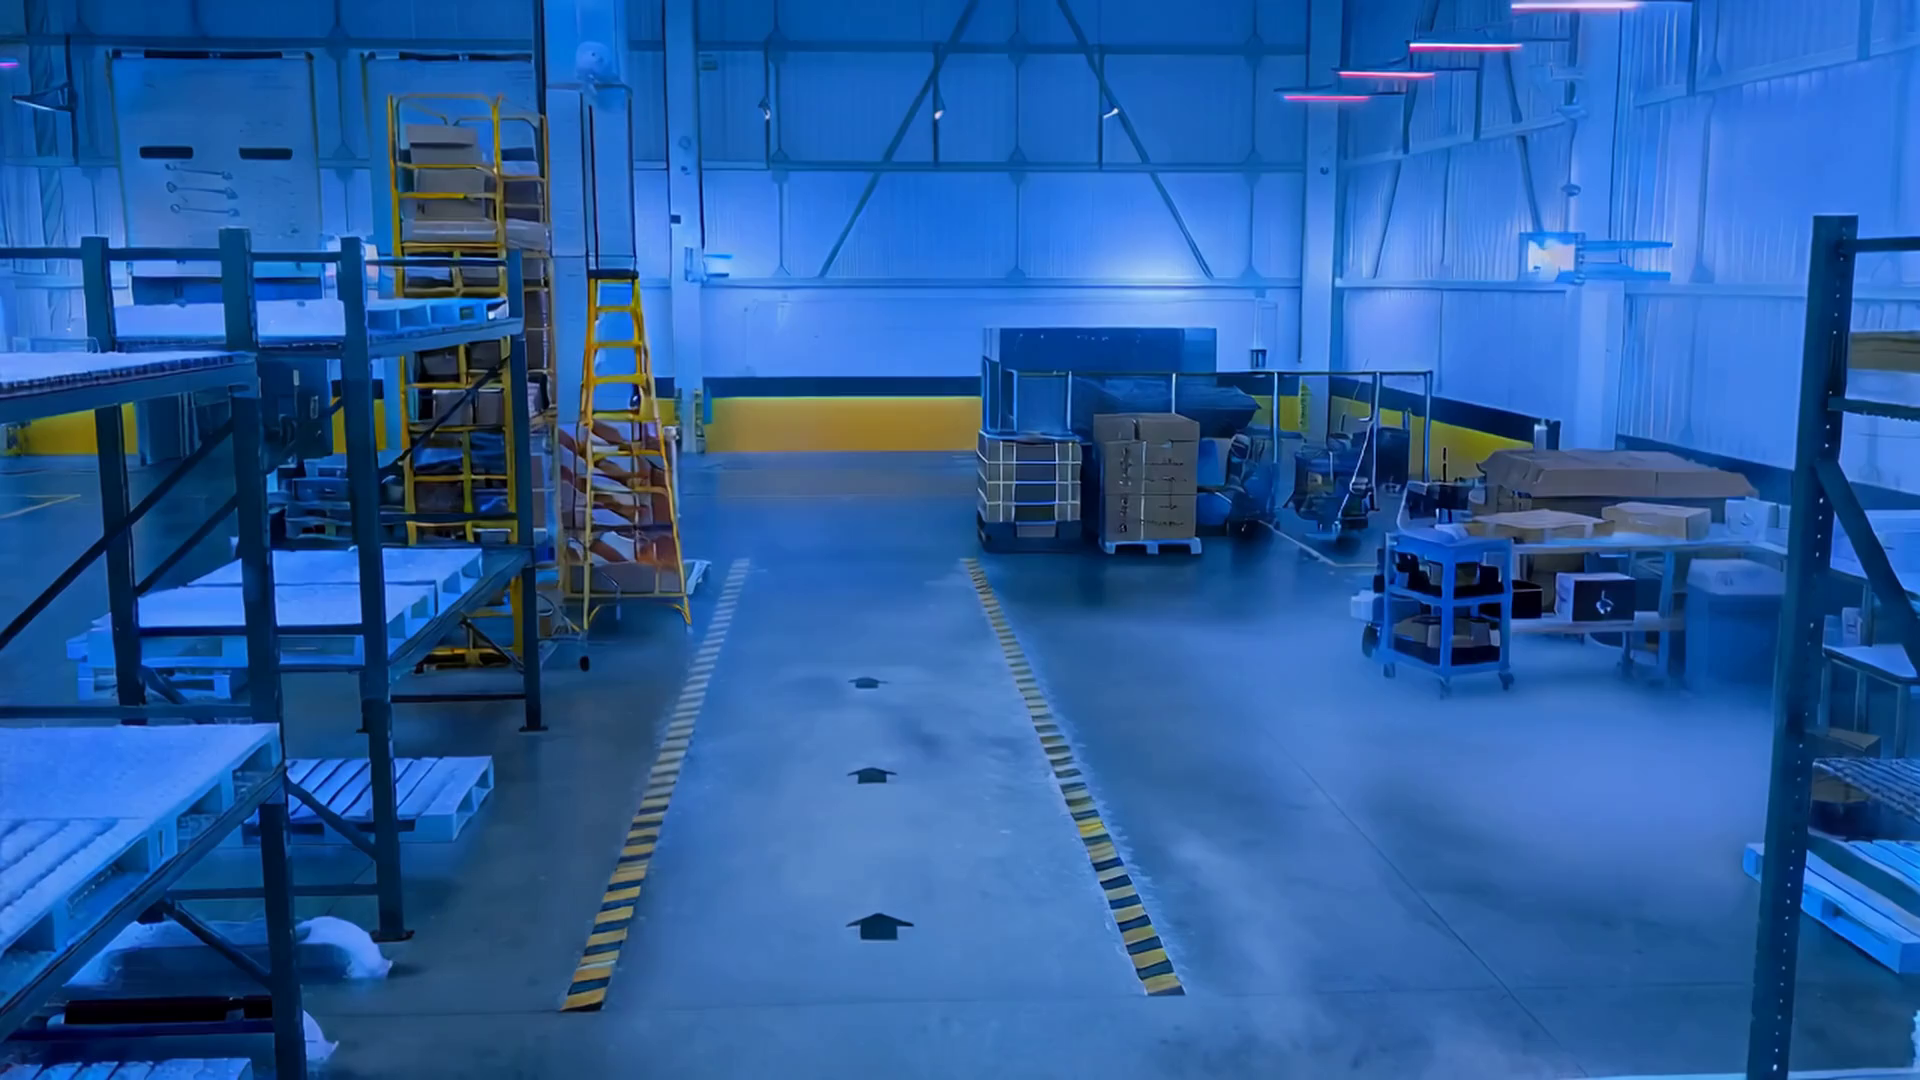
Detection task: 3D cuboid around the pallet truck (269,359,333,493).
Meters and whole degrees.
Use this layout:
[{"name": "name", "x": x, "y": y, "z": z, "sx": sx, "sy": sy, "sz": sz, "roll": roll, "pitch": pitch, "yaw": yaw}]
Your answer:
[{"name": "pallet truck", "x": -7.062, "y": -1.131, "z": 18.996, "sx": 1.885, "sy": 1.965, "sz": 0.823, "roll": 2, "pitch": 9, "yaw": 13}]
